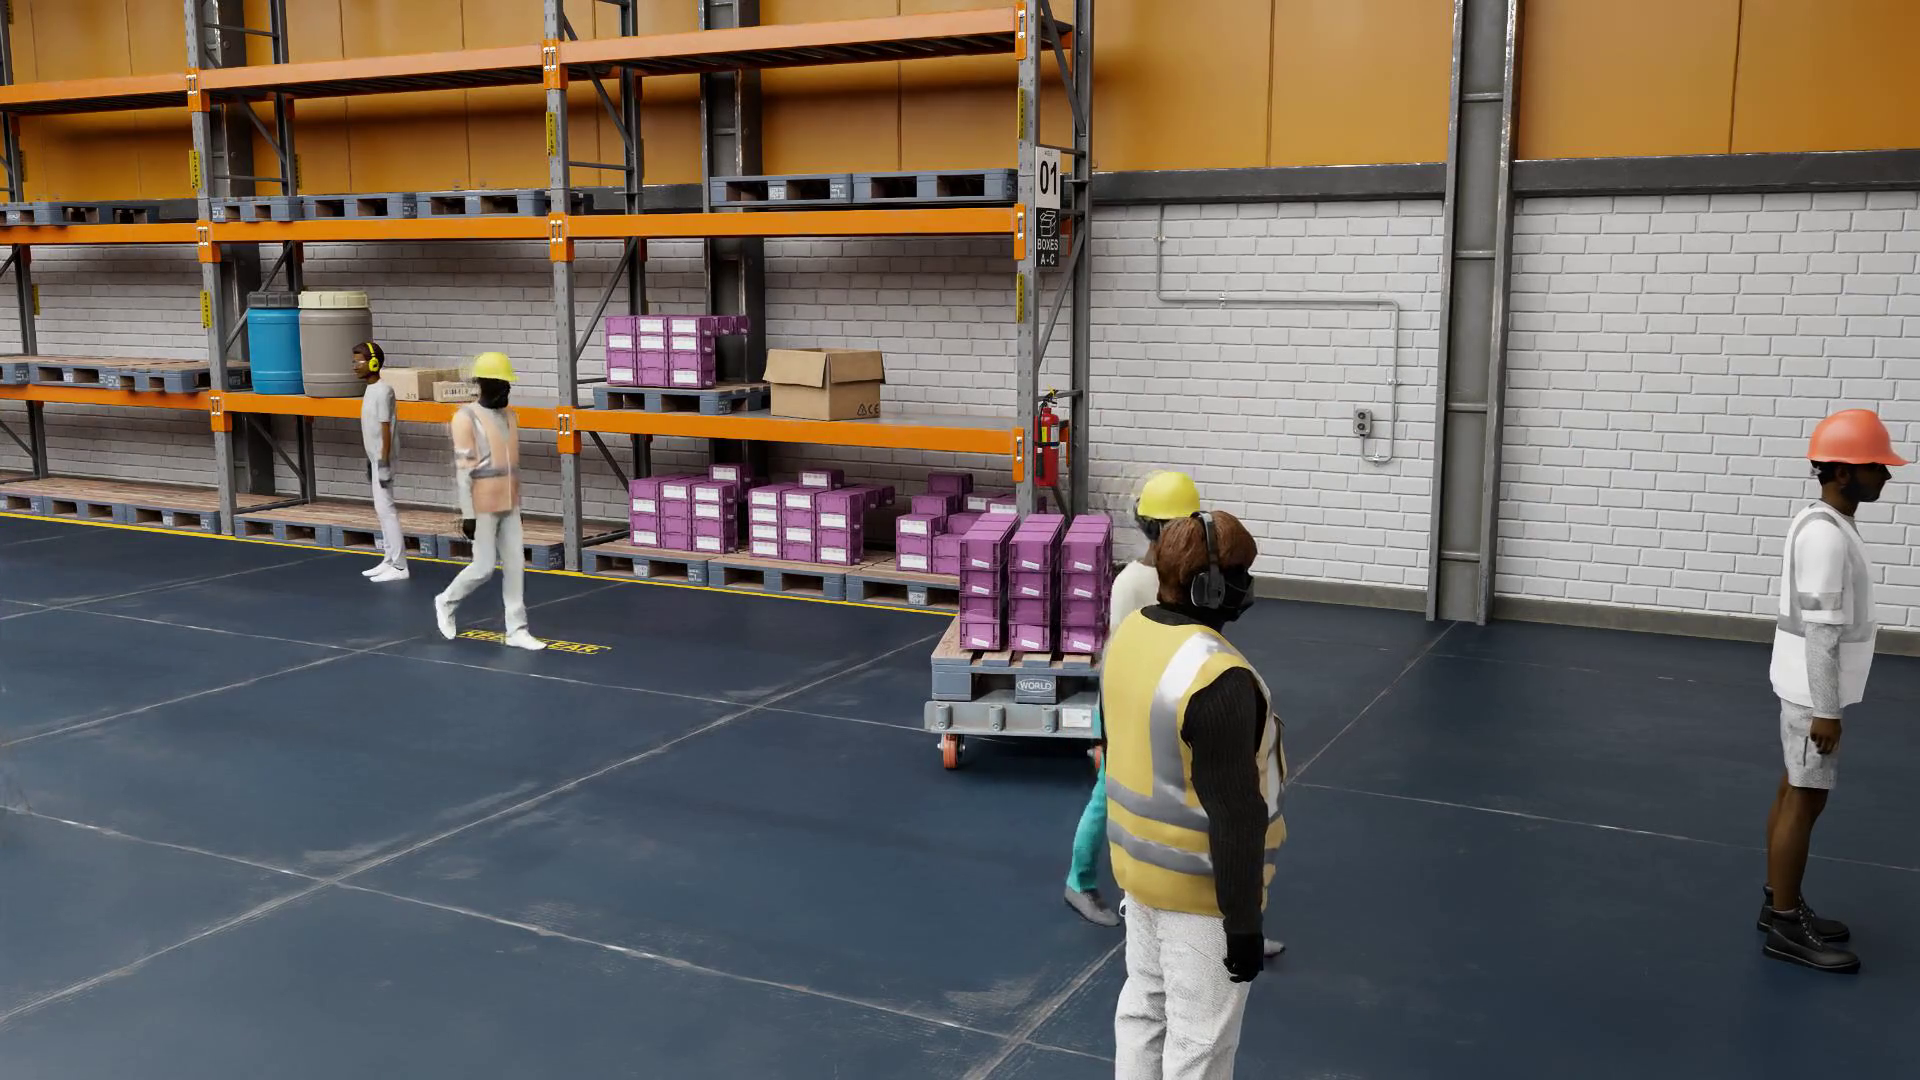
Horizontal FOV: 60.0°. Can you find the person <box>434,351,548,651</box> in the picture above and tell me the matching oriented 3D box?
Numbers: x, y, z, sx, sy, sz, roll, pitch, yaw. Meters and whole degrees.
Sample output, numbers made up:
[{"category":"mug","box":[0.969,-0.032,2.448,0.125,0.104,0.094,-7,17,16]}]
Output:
[{"category":"person","box":[-3.001,-0.244,10.543,0.719,1.908,0.604,4,10,24]}]

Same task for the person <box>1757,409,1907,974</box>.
[{"category":"person","box":[3.025,0.512,5.804,0.362,1.939,0.542,4,10,24]}]

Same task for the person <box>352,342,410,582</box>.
[{"category":"person","box":[-4.525,-0.606,12.961,0.320,1.860,0.505,-5,11,-29]}]

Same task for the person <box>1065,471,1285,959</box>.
[{"category":"person","box":[0.708,0.608,5.893,0.926,1.716,0.543,9,13,44]}]

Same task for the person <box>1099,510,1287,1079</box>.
[{"category":"person","box":[0.580,0.838,4.090,0.429,1.842,0.633,-3,10,-19]}]
